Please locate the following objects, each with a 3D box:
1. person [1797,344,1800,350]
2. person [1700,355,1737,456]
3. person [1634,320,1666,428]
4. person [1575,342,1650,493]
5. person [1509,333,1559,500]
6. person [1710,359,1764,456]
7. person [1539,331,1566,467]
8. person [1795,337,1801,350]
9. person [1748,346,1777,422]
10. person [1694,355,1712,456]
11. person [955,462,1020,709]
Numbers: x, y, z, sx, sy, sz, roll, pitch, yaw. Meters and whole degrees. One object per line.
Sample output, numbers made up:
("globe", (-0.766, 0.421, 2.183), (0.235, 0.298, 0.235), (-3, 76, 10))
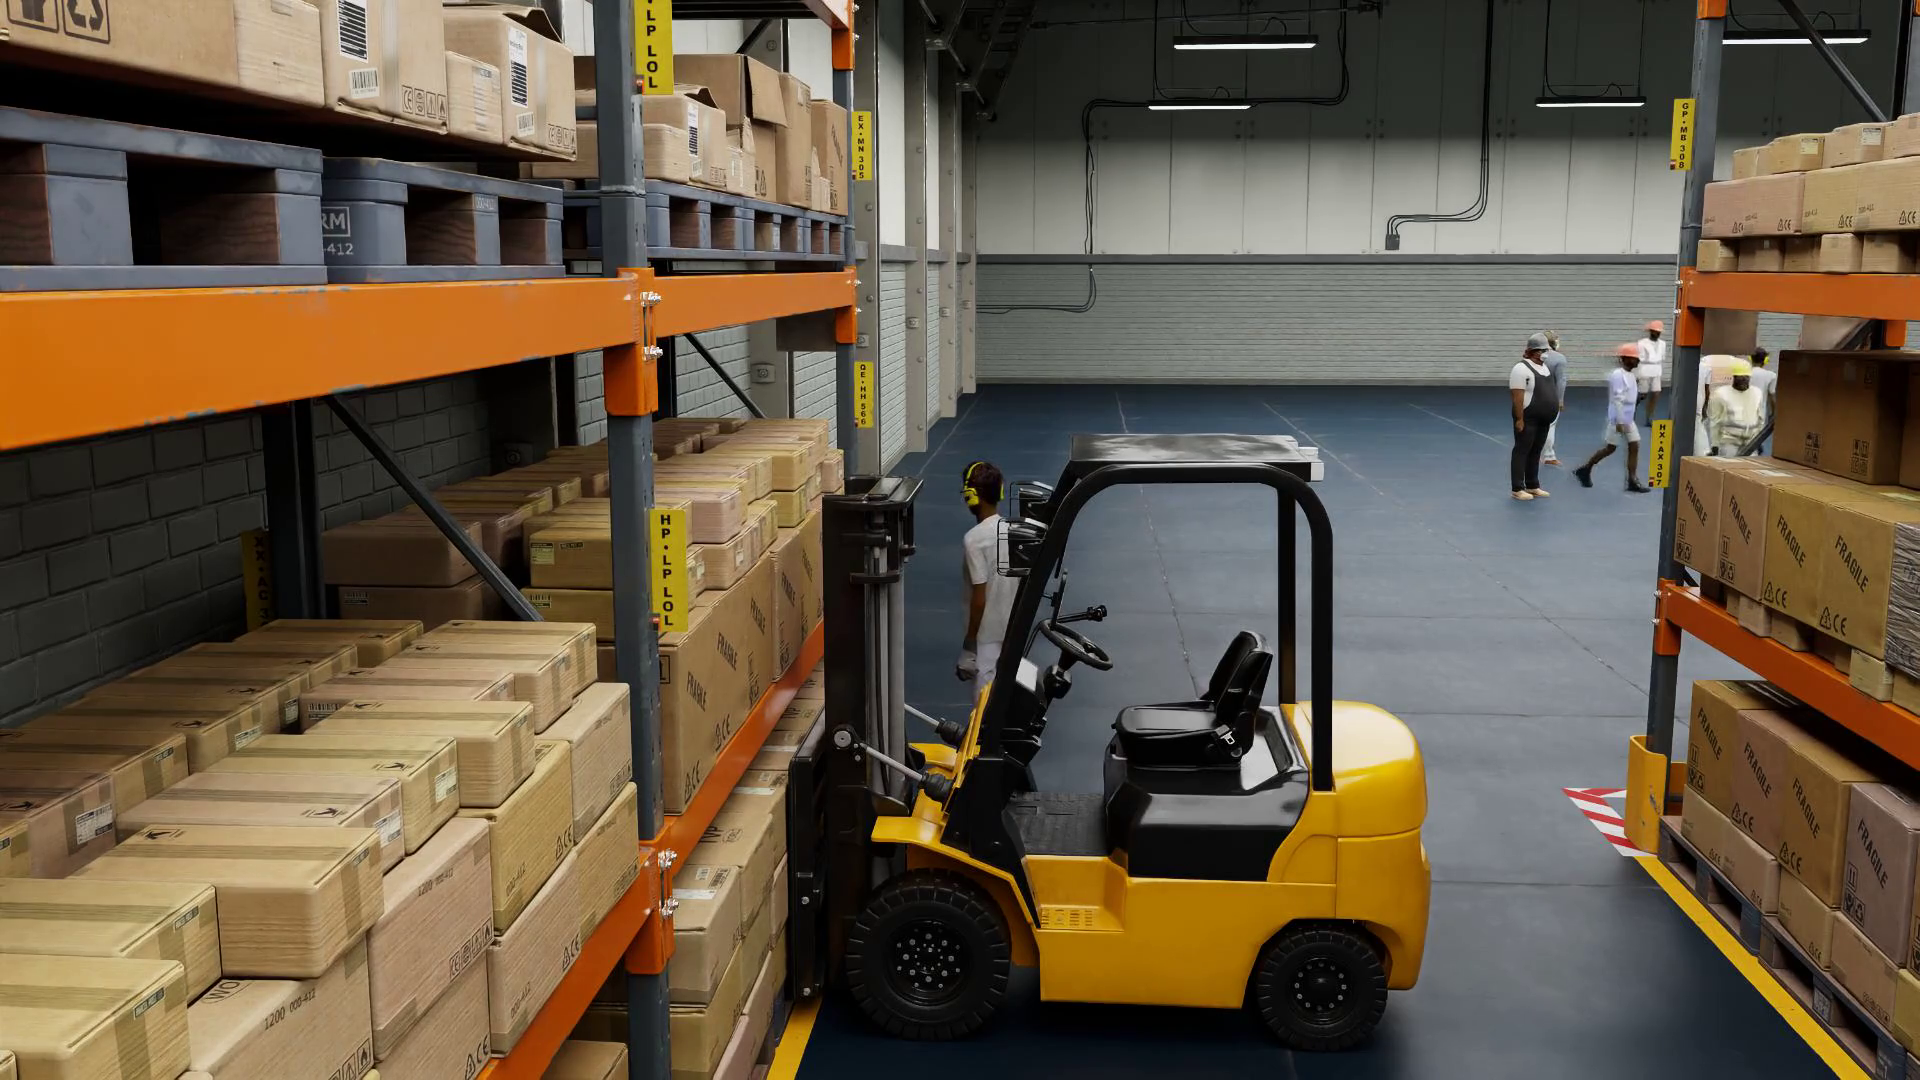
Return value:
("person", (11.794, -1.871, 23.297), (0.628, 1.812, 0.890), (-2, 10, -12))
("person", (10.900, -2.049, 24.054), (0.595, 1.911, 0.418), (0, 9, 1))
("person", (12.242, -2.966, 29.600), (0.543, 1.915, 0.683), (-2, 10, -10))
("person", (8.351, -1.565, 21.159), (0.547, 1.908, 0.885), (-8, 13, -42))
("person", (7.077, -1.515, 20.422), (0.674, 2.000, 0.535), (-8, 12, -39))
("person", (8.767, -1.132, 18.775), (0.617, 1.816, 0.439), (-1, 9, -4))
("person", (8.361, -2.016, 23.779), (0.376, 1.937, 0.629), (-7, 12, -36))
("person", (13.136, -2.325, 25.929), (0.570, 1.840, 0.373), (2, 10, 12))
("person", (10.257, -1.592, 21.568), (0.574, 1.831, 0.816), (8, 12, 39))
("person", (9.893, -1.780, 22.543), (0.508, 1.872, 0.329), (0, 9, -1))
("person", (0.140, 0.520, 8.630), (0.324, 1.863, 0.526), (5, 11, 29))
